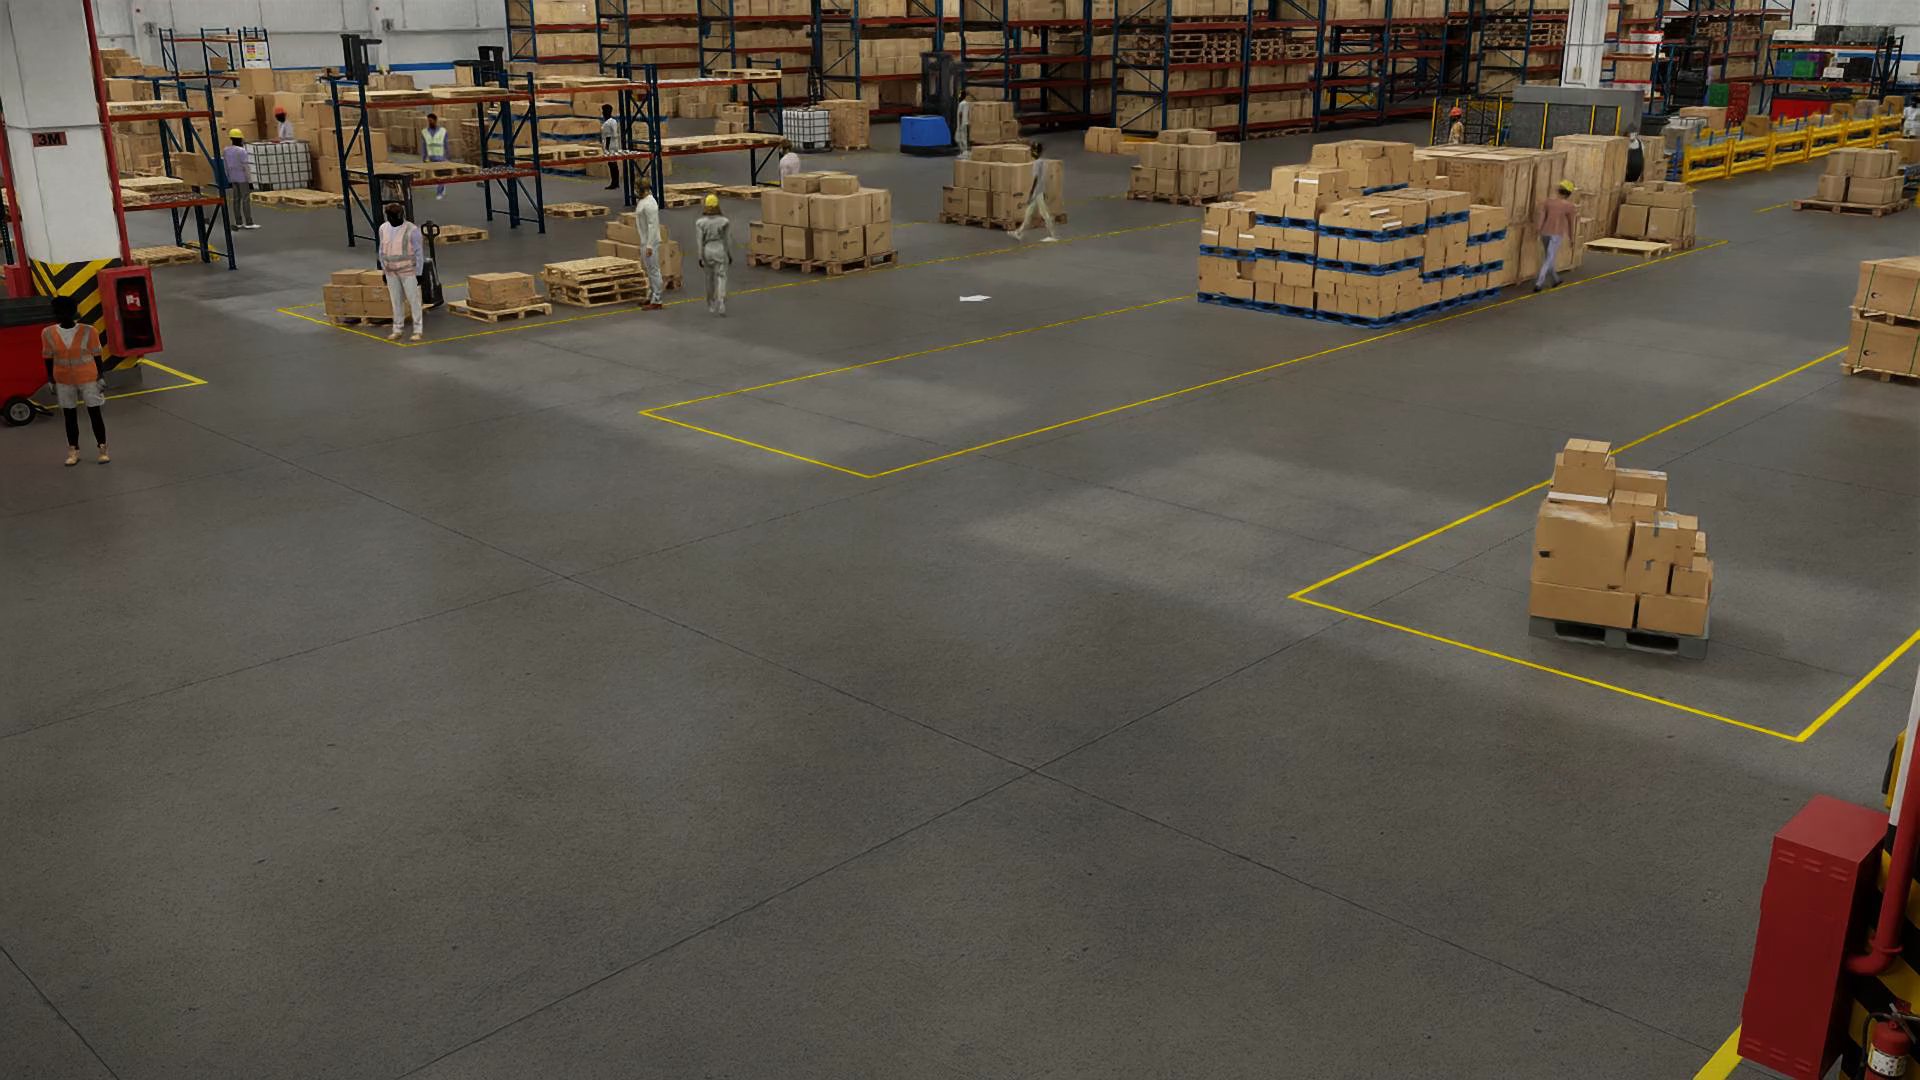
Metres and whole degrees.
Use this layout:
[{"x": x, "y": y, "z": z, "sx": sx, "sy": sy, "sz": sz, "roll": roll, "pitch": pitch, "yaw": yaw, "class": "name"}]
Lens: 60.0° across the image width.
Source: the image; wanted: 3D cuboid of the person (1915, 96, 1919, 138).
[{"x": 28.664, "y": -12.640, "z": 49.562, "sx": 0.593, "sy": 1.804, "sz": 0.883, "roll": 17, "pitch": 25, "yaw": 41, "class": "person"}]

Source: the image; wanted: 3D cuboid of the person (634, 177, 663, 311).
[{"x": -4.559, "y": -4.333, "z": 24.319, "sx": 0.370, "sy": 1.934, "sz": 0.627, "roll": -6, "pitch": 19, "yaw": -17, "class": "person"}]

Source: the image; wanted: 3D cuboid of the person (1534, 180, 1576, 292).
[{"x": 9.254, "y": -4.722, "z": 25.869, "sx": 0.975, "sy": 1.684, "sz": 0.531, "roll": -17, "pitch": 25, "yaw": -41, "class": "person"}]

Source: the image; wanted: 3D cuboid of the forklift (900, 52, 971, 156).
[{"x": -0.707, "y": -12.311, "z": 46.874, "sx": 1.129, "sy": 2.768, "sz": 1.873, "roll": 17, "pitch": 25, "yaw": 41, "class": "forklift"}]

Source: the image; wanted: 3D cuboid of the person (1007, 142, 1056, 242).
[{"x": 1.370, "y": -6.447, "z": 30.861, "sx": 0.961, "sy": 1.817, "sz": 0.551, "roll": 3, "pitch": 19, "yaw": 8, "class": "person"}]

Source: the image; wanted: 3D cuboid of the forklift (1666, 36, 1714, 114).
[{"x": 27.341, "y": -17.291, "z": 61.877, "sx": 1.129, "sy": 2.768, "sz": 1.873, "roll": 17, "pitch": 25, "yaw": 41, "class": "forklift"}]

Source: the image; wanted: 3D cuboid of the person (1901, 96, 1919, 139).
[{"x": 26.620, "y": -11.567, "z": 46.507, "sx": 0.519, "sy": 1.686, "sz": 0.543, "roll": -17, "pitch": 25, "yaw": -42, "class": "person"}]

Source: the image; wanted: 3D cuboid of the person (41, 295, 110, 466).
[{"x": -8.684, "y": -1.567, "z": 16.348, "sx": 0.540, "sy": 1.698, "sz": 0.317, "roll": -5, "pitch": 19, "yaw": -15, "class": "person"}]

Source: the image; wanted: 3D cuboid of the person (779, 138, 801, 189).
[{"x": -3.115, "y": -6.374, "z": 30.458, "sx": 0.355, "sy": 1.936, "sz": 0.634, "roll": 6, "pitch": 19, "yaw": 18, "class": "person"}]

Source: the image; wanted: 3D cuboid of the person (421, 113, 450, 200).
[{"x": -11.727, "y": -8.614, "z": 37.289, "sx": 0.597, "sy": 1.896, "sz": 0.822, "roll": 0, "pitch": 18, "yaw": 1, "class": "person"}]

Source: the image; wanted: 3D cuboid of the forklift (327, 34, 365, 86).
[{"x": -23.611, "y": -18.249, "z": 64.764, "sx": 1.129, "sy": 2.768, "sz": 1.873, "roll": 17, "pitch": 25, "yaw": 41, "class": "forklift"}]

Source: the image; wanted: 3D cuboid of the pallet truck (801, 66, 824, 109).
[{"x": -4.812, "y": -15.182, "z": 56.903, "sx": 0.823, "sy": 1.965, "sz": 1.885, "roll": -9, "pitch": 21, "yaw": -26, "class": "pallet truck"}]

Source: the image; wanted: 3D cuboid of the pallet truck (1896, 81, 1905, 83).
[{"x": 34.802, "y": -16.331, "z": 61.455, "sx": 0.653, "sy": 1.274, "sz": 1.630, "roll": 17, "pitch": 25, "yaw": 41, "class": "pallet truck"}]

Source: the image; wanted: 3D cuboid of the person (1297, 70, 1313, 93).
[{"x": 13.114, "y": -17.265, "z": 63.493, "sx": 0.644, "sy": 1.803, "sz": 0.873, "roll": 2, "pitch": 18, "yaw": 5, "class": "person"}]

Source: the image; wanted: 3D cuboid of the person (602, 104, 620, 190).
[{"x": -8.170, "y": -9.175, "z": 38.854, "sx": 0.364, "sy": 1.965, "sz": 0.609, "roll": 2, "pitch": 18, "yaw": 6, "class": "person"}]

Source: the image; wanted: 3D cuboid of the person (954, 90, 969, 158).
[{"x": 0.069, "y": -11.512, "z": 46.091, "sx": 0.439, "sy": 1.841, "sz": 0.507, "roll": 11, "pitch": 21, "yaw": 31, "class": "person"}]

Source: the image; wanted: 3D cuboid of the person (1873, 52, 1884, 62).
[{"x": 39.549, "y": -20.114, "z": 71.871, "sx": 0.603, "sy": 1.938, "sz": 1.091, "roll": 6, "pitch": 19, "yaw": 18, "class": "person"}]

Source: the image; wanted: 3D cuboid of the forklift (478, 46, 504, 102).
[{"x": -14.397, "y": -13.832, "z": 51.456, "sx": 1.129, "sy": 2.768, "sz": 1.873, "roll": 17, "pitch": 25, "yaw": 41, "class": "forklift"}]

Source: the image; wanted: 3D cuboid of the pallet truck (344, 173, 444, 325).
[{"x": -8.209, "y": -4.181, "z": 23.757, "sx": 0.823, "sy": 1.965, "sz": 1.885, "roll": 3, "pitch": 19, "yaw": 9, "class": "pallet truck"}]

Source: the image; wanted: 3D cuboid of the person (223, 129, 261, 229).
[{"x": -14.083, "y": -7.061, "z": 32.549, "sx": 0.593, "sy": 1.923, "sz": 0.373, "roll": 7, "pitch": 20, "yaw": 21, "class": "person"}]

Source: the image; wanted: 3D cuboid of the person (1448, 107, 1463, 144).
[{"x": 11.343, "y": -8.951, "z": 38.216, "sx": 0.350, "sy": 1.942, "sz": 0.545, "roll": 6, "pitch": 19, "yaw": 18, "class": "person"}]

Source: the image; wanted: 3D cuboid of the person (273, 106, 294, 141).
[{"x": -15.753, "y": -9.224, "z": 39.093, "sx": 0.548, "sy": 1.919, "sz": 0.602, "roll": 16, "pitch": 24, "yaw": 40, "class": "person"}]

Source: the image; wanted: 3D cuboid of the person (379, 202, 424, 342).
[{"x": -7.429, "y": -3.559, "z": 22.129, "sx": 0.624, "sy": 1.844, "sz": 0.430, "roll": 5, "pitch": 19, "yaw": 14, "class": "person"}]

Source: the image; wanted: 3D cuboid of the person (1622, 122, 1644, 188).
[{"x": 13.365, "y": -7.405, "z": 33.403, "sx": 0.685, "sy": 2.000, "sz": 0.885, "roll": -5, "pitch": 19, "yaw": -14, "class": "person"}]

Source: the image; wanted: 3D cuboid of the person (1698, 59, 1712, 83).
[{"x": 28.690, "y": -17.605, "z": 64.327, "sx": 0.631, "sy": 1.913, "sz": 0.632, "roll": -12, "pitch": 22, "yaw": -31, "class": "person"}]

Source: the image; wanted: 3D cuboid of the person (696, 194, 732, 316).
[{"x": -3.538, "y": -4.112, "z": 23.998, "sx": 0.492, "sy": 1.718, "sz": 0.801, "roll": -3, "pitch": 19, "yaw": -9, "class": "person"}]

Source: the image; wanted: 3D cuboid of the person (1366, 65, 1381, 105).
[{"x": 16.746, "y": -18.245, "z": 66.772, "sx": 0.865, "sy": 1.585, "sz": 0.550, "roll": -2, "pitch": 18, "yaw": -7, "class": "person"}]
